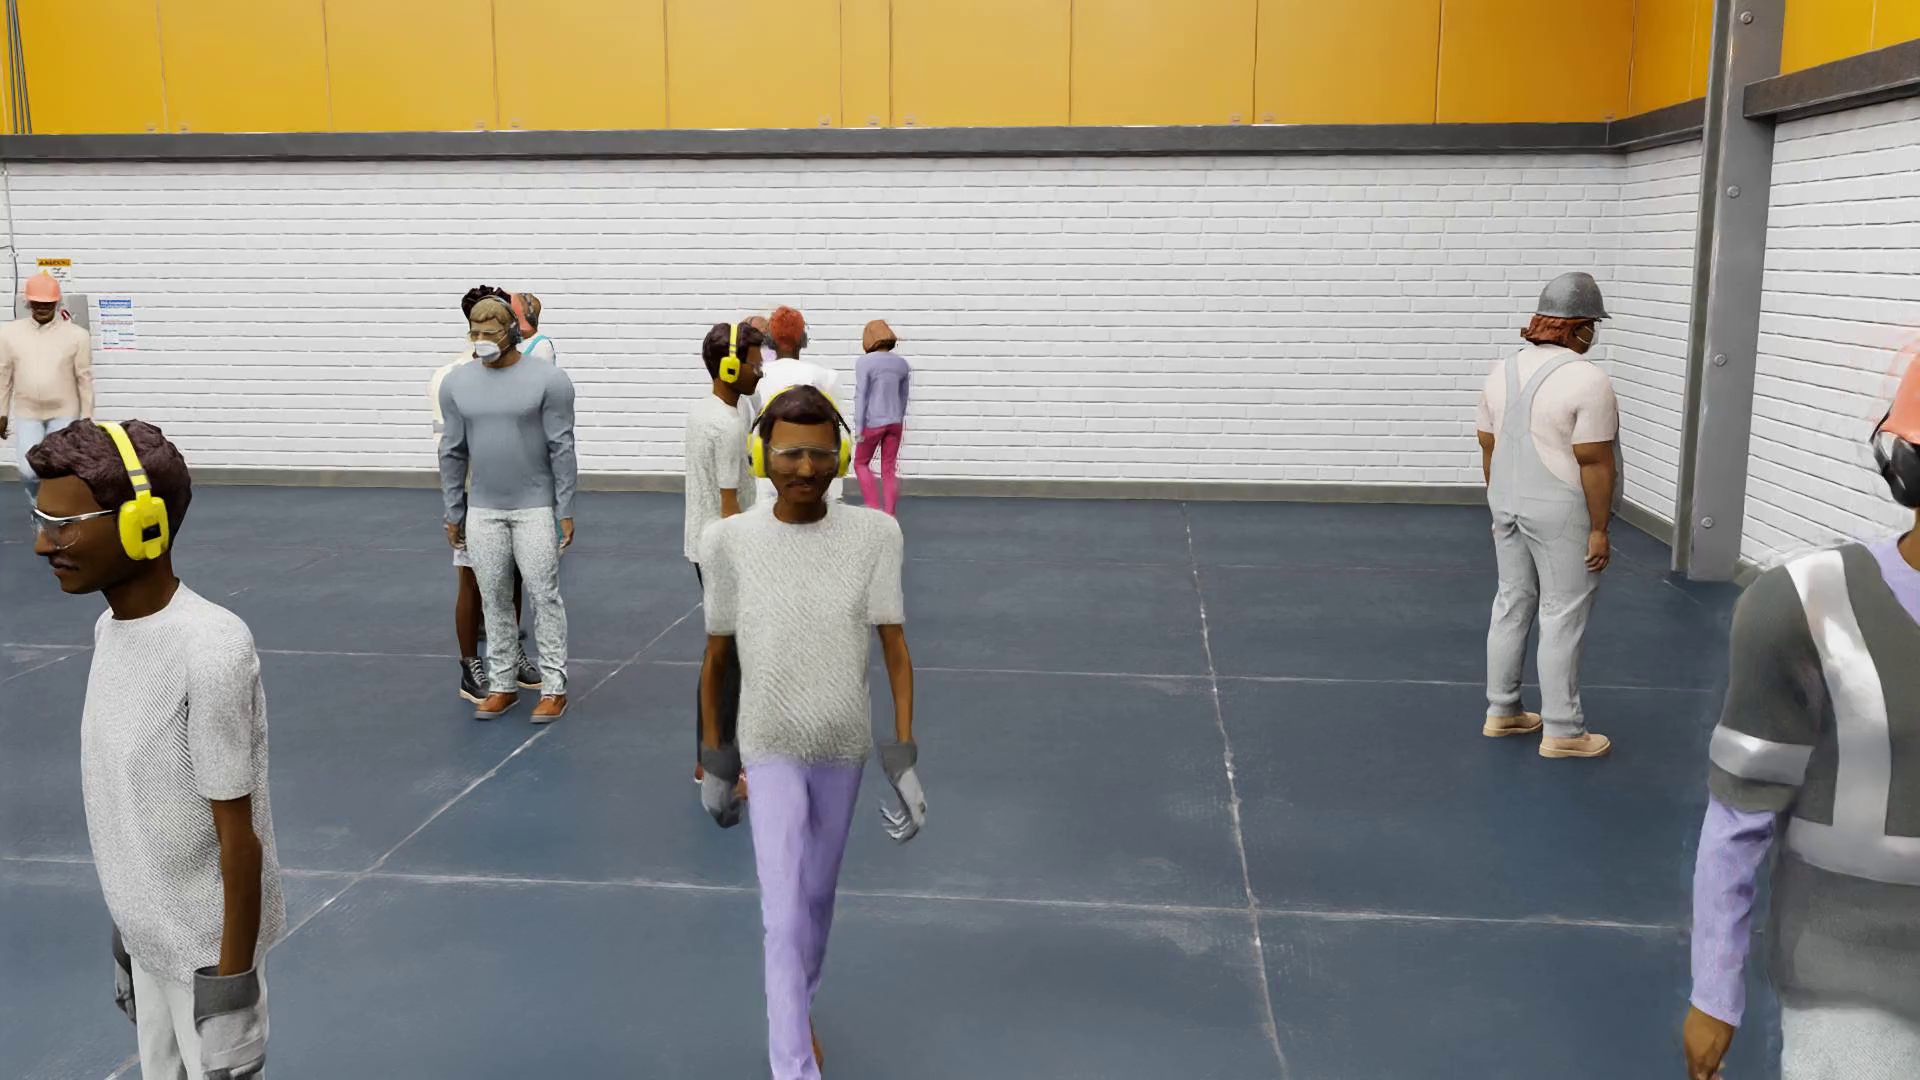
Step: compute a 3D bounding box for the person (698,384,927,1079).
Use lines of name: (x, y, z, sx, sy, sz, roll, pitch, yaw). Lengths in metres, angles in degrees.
person: (-0.356, 0.538, 3.982, 0.494, 1.812, 0.987, -3, 10, -15)

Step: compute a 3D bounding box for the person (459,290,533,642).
person: (-2.567, -0.399, 9.084, 0.438, 1.916, 0.639, -9, 13, -41)

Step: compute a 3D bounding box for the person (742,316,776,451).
person: (-1.482, -0.860, 12.489, 0.310, 1.636, 0.522, 4, 11, 24)

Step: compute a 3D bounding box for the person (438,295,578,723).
person: (-2.035, -0.133, 7.512, 0.641, 1.927, 0.386, 1, 10, 7)

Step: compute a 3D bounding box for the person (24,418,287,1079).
person: (-1.322, 0.720, 2.821, 0.512, 1.861, 0.325, 9, 13, 41)

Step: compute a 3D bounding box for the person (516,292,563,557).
person: (-2.941, -0.783, 11.490, 0.337, 1.838, 0.508, -6, 12, -31)

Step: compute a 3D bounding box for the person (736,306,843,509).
person: (-0.895, -0.305, 8.759, 0.586, 1.820, 1.016, 0, 10, -1)

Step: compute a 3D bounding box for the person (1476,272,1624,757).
person: (2.551, -0.116, 7.078, 0.536, 2.000, 0.688, -4, 11, -23)

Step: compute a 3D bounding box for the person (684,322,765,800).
person: (-0.894, 0.089, 6.445, 0.332, 1.857, 0.528, -4, 11, -20)

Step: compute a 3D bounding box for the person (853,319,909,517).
person: (-0.589, -0.836, 12.411, 0.530, 1.605, 0.394, -8, 12, -37)

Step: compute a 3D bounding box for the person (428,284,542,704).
person: (-2.206, -0.220, 7.884, 0.361, 1.964, 0.616, 6, 11, 30)

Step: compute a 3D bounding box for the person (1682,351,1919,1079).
person: (1.462, 0.682, 2.534, 0.639, 2.028, 0.422, -1, 10, -5)

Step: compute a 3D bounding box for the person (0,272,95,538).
person: (-6.480, -0.909, 11.810, 0.639, 1.967, 0.570, -4, 11, -22)
